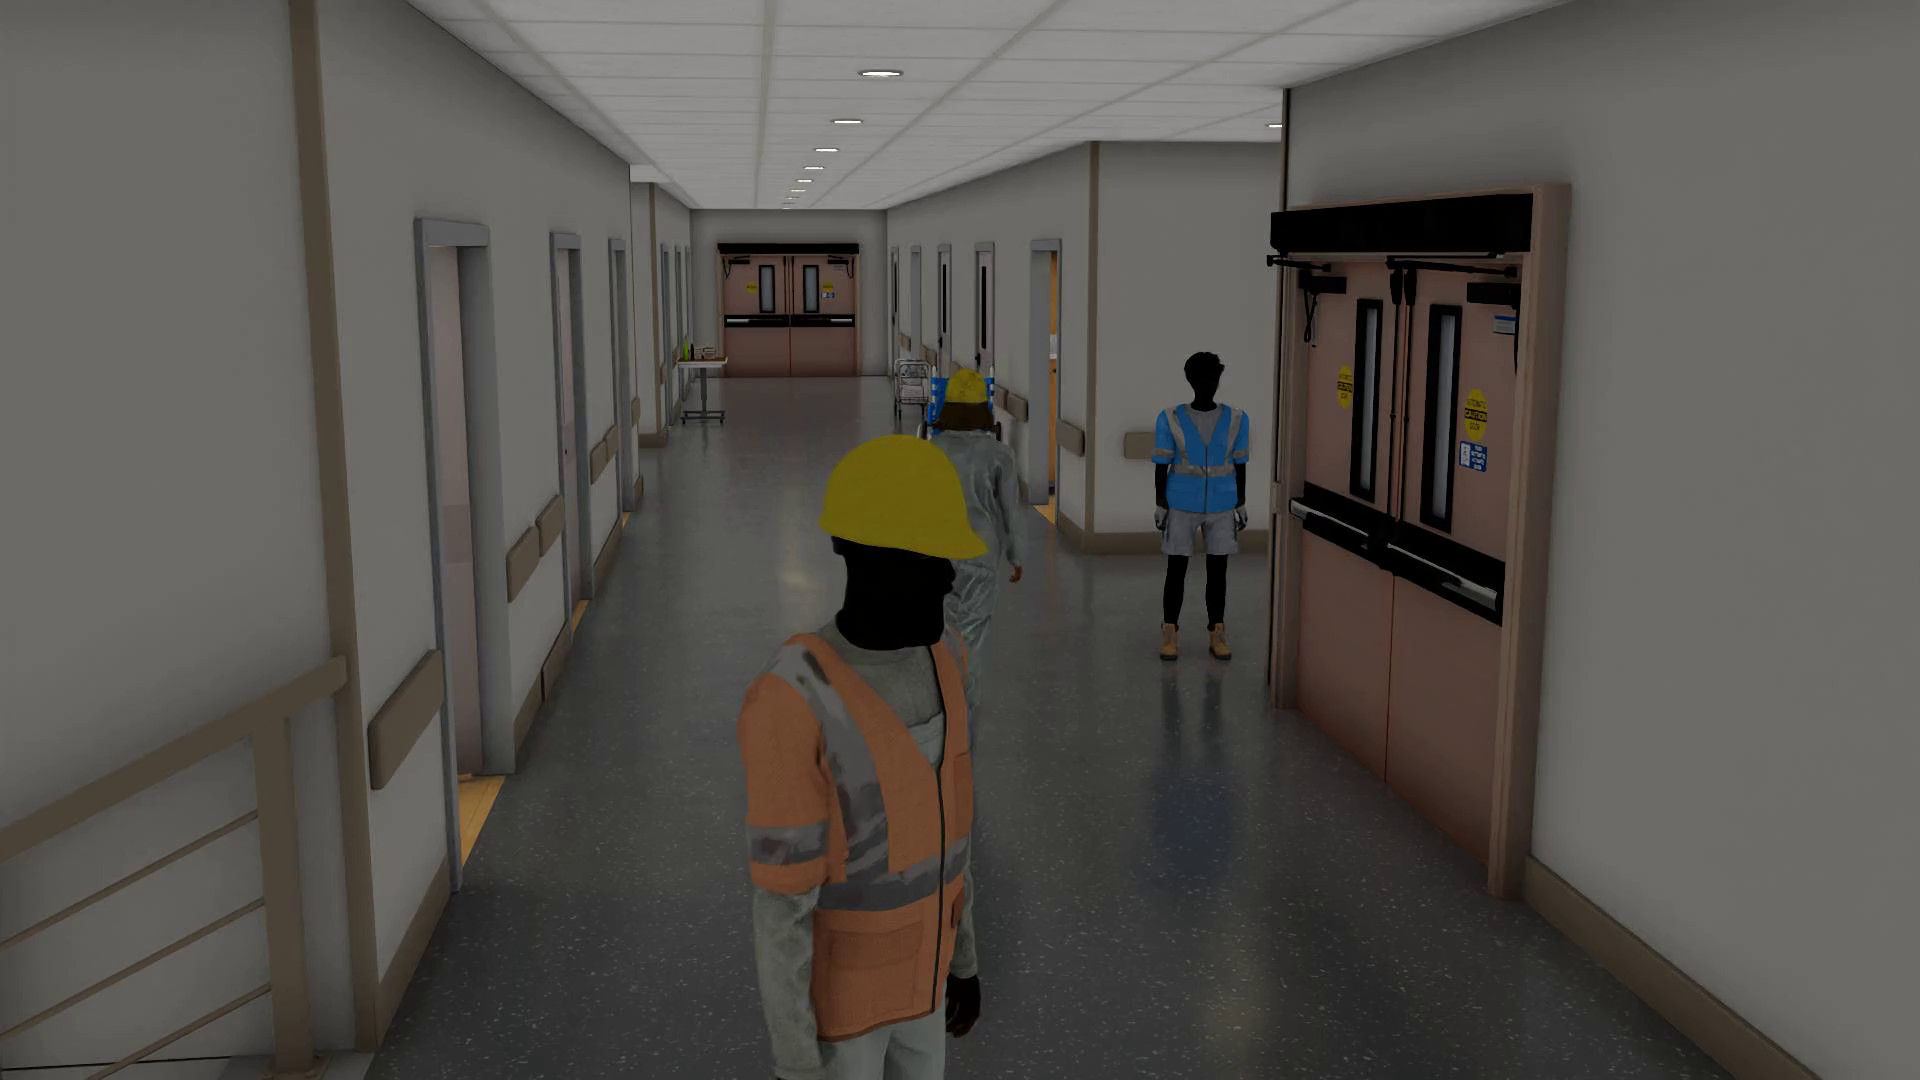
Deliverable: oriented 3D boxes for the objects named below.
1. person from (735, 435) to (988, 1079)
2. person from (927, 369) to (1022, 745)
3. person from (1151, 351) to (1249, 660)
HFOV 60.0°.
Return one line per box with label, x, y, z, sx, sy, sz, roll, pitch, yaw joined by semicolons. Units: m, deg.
person;-0.134;0.769;2.922;0.398;1.920;0.586;6;11;30
person;0.026;0.062;7.683;0.493;1.698;0.919;2;10;11
person;1.314;-0.181;9.087;0.542;1.695;0.316;0;10;-2
